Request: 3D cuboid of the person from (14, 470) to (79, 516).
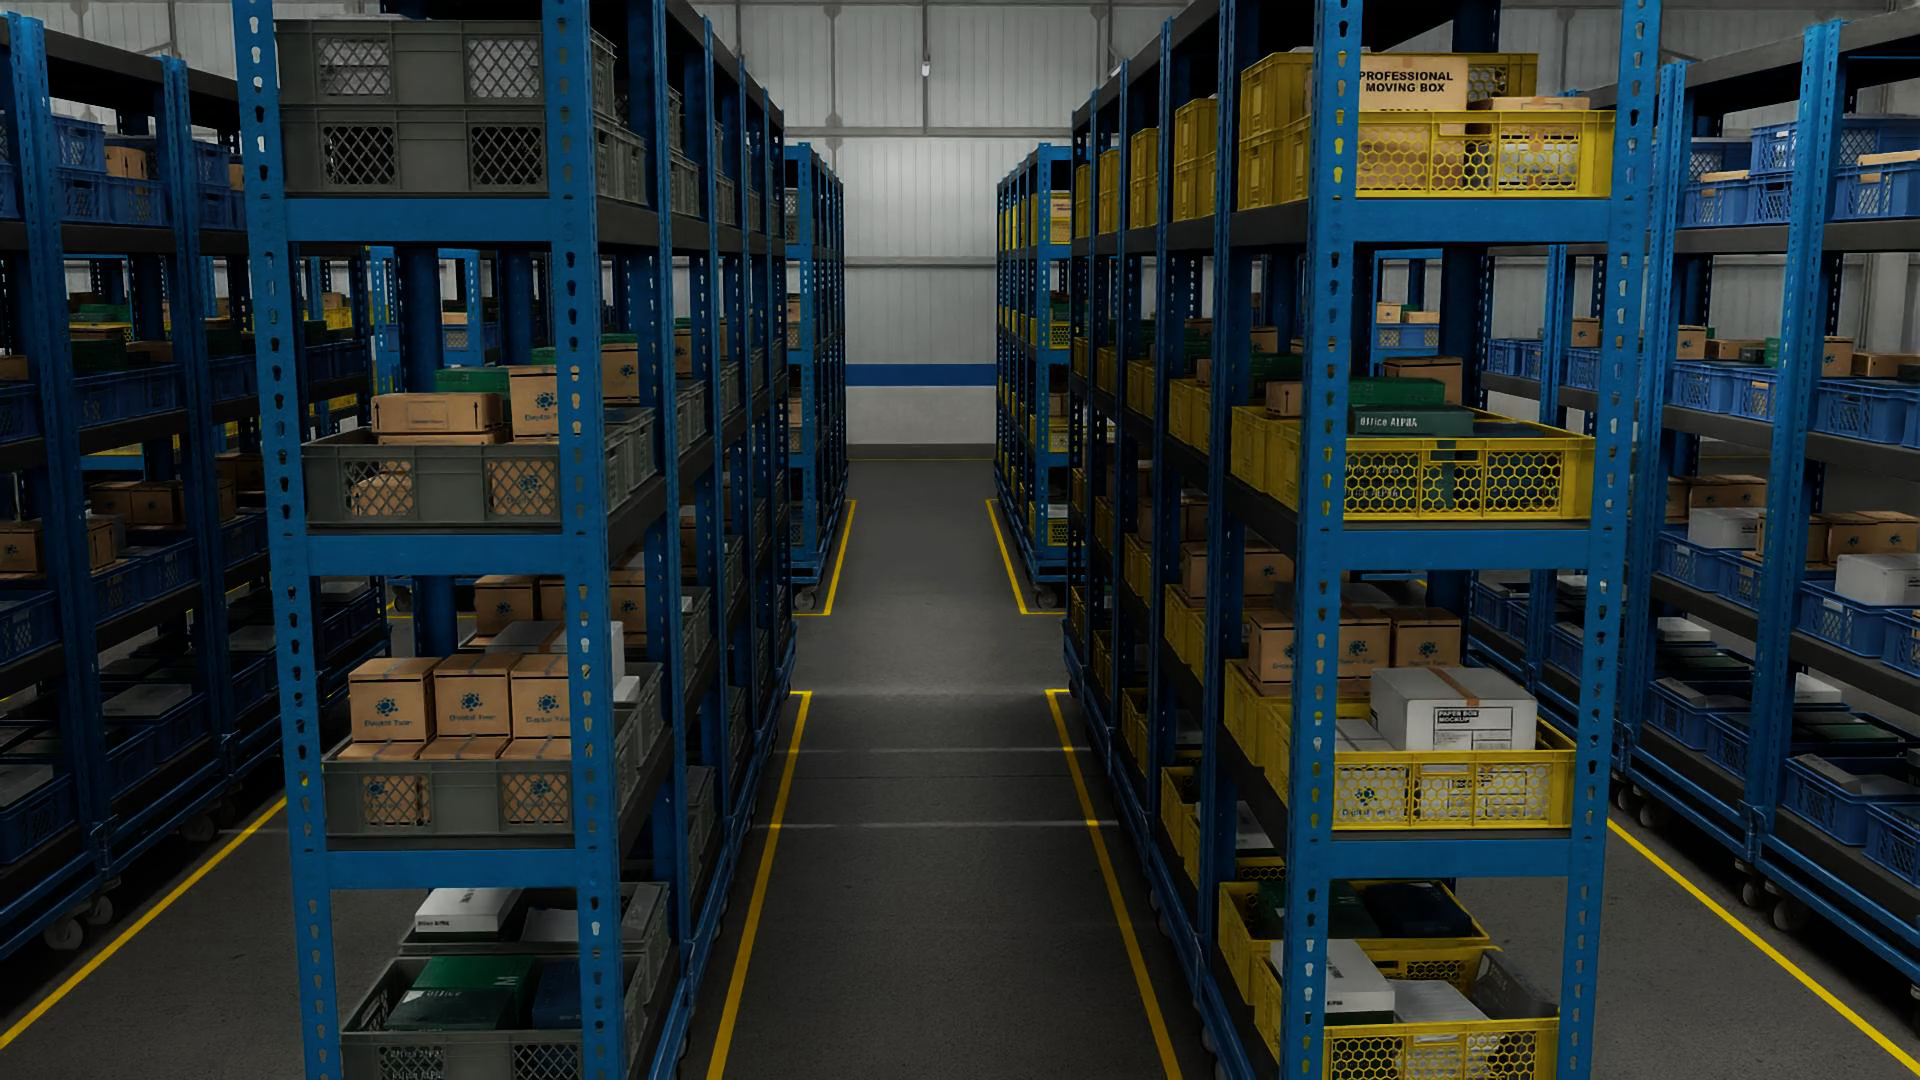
[{"bbox_3d":[-6.761,-0.204,12.181,0.853,1.805,0.584,-1,9,-7],"label":"person"}]
